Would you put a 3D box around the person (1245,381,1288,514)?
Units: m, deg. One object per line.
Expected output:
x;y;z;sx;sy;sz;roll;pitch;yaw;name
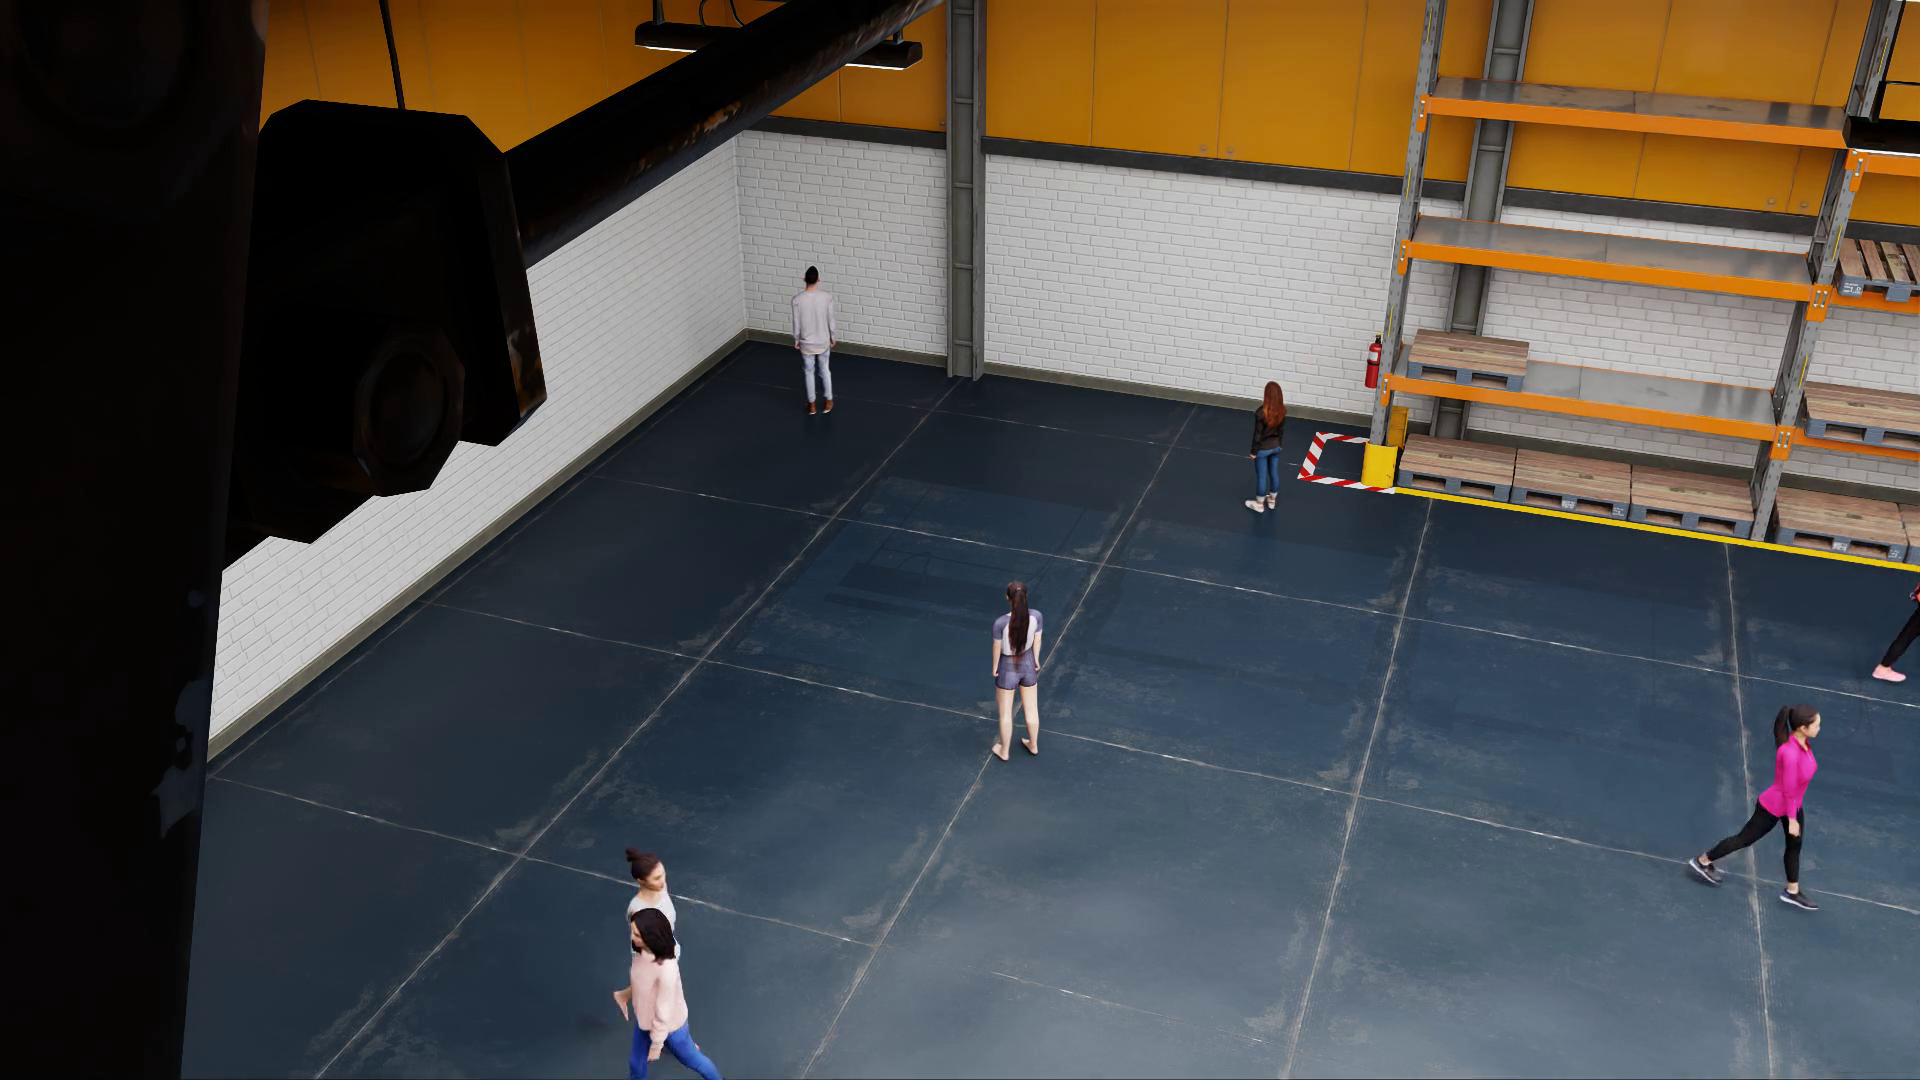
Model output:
3.284;-1.001;17.714;0.640;1.483;0.688;-15;32;-25;person

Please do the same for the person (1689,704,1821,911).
5.889;1.925;12.165;1.190;1.662;0.837;21;35;34;person

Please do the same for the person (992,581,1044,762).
0.478;1.078;13.733;0.643;1.646;0.717;-11;30;-19;person

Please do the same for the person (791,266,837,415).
-1.738;-2.400;19.906;0.709;1.840;0.824;-6;29;-11;person

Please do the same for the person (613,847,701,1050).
-2.060;2.671;10.852;0.882;1.608;0.592;8;30;15;person

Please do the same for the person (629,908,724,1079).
-1.737;2.949;10.227;1.159;1.719;1.159;-16;33;-27;person
